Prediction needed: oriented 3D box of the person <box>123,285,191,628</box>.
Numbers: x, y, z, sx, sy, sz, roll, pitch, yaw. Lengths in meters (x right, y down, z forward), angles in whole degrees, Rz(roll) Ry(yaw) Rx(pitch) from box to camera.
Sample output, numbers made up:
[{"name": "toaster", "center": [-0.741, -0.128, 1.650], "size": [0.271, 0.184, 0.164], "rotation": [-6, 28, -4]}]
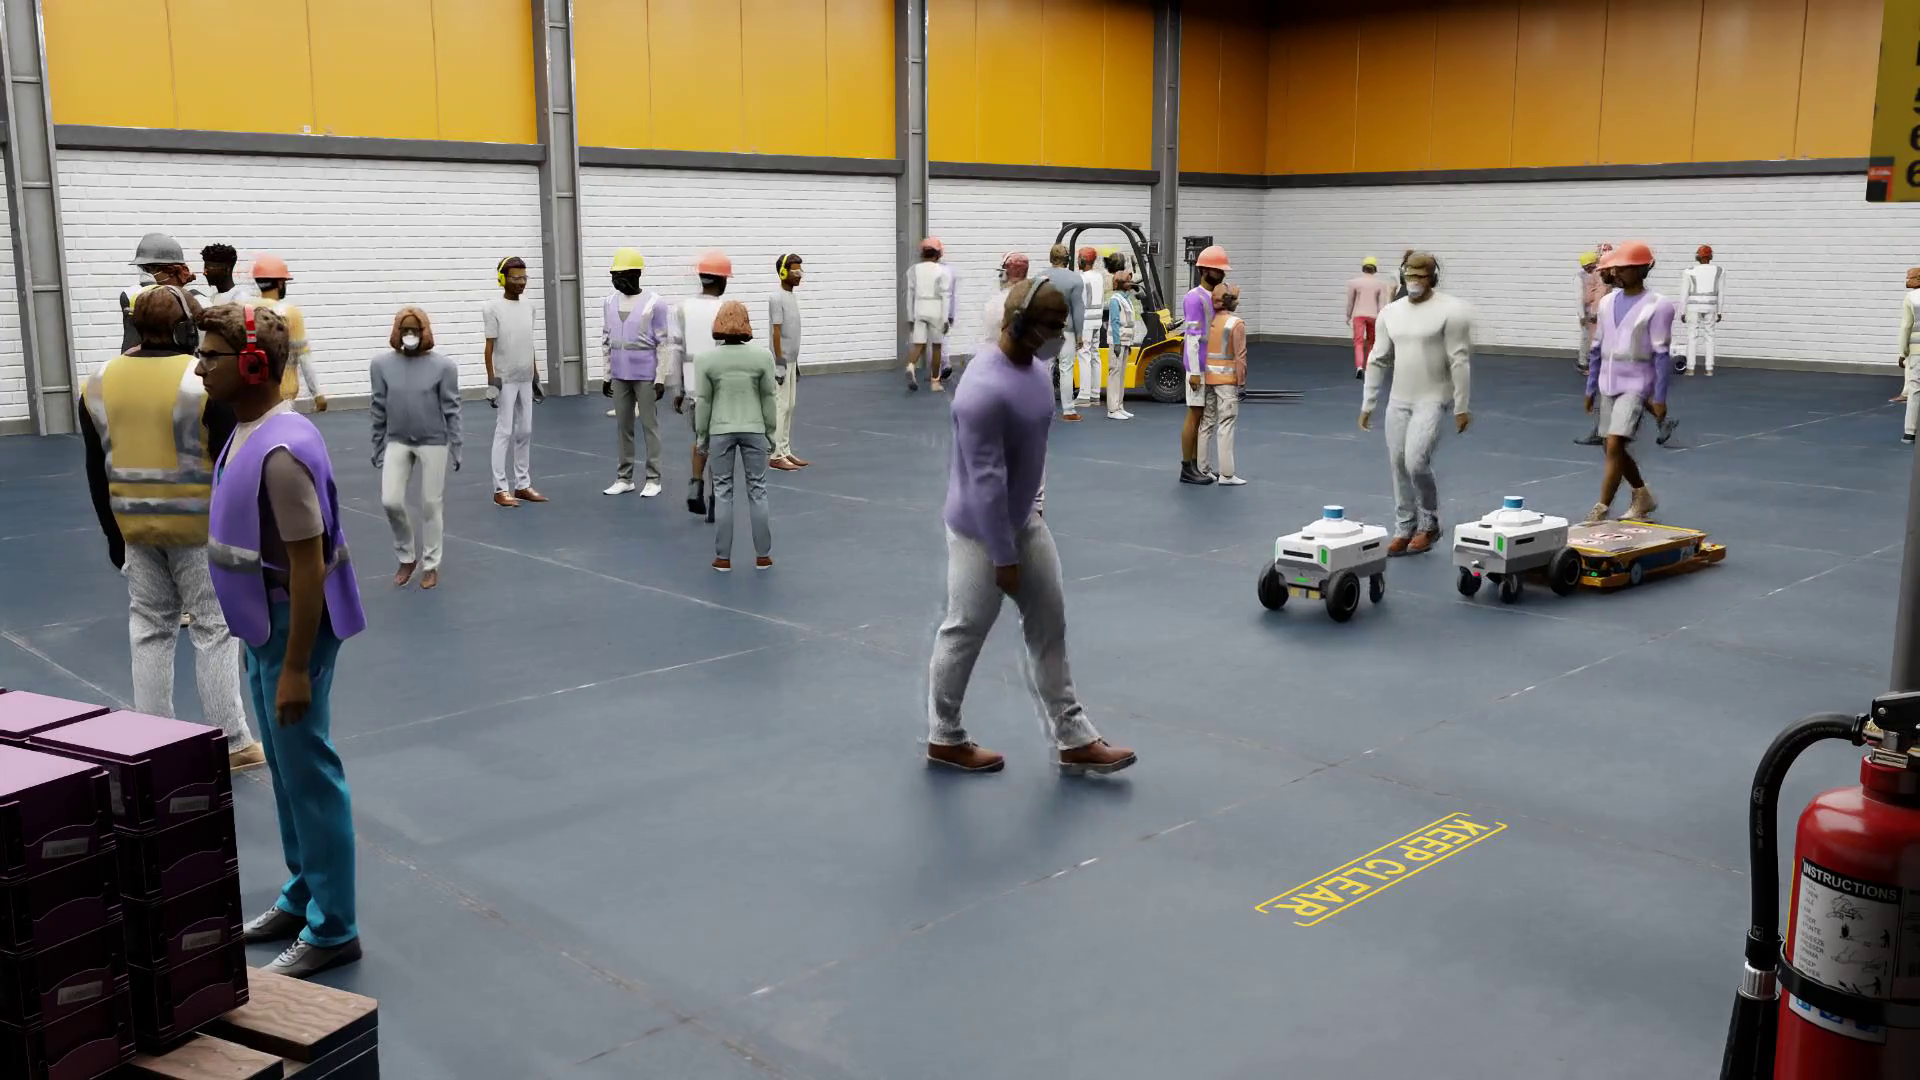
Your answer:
[{"name": "person", "center": [-4.121, -0.427, 8.621], "size": [0.524, 1.769, 0.314], "rotation": [7, 12, 32]}]

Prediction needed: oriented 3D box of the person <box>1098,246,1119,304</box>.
[{"name": "person", "center": [2.031, -3.183, 23.366], "size": [0.996, 1.881, 0.589], "rotation": [0, 10, -2]}]

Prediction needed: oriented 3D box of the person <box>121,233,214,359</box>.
[{"name": "person", "center": [-4.767, -0.817, 10.001], "size": [0.684, 2.000, 0.538], "rotation": [5, 12, 26]}]

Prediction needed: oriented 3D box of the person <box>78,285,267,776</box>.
[{"name": "person", "center": [-2.902, -0.024, 6.219], "size": [0.633, 1.841, 0.429], "rotation": [2, 11, 9]}]

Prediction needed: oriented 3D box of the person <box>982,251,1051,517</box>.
[{"name": "person", "center": [0.370, -1.075, 11.769], "size": [0.639, 1.910, 0.406], "rotation": [-9, 14, -41]}]

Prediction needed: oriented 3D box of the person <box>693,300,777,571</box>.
[{"name": "person", "center": [-1.351, -0.623, 10.050], "size": [0.498, 1.634, 0.278], "rotation": [-2, 11, -12]}]

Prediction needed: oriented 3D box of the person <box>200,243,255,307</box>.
[{"name": "person", "center": [-5.535, -1.266, 12.649], "size": [0.617, 1.964, 0.361], "rotation": [9, 14, 42]}]

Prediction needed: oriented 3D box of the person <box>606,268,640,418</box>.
[{"name": "person", "center": [-3.727, -2.198, 18.482], "size": [0.532, 1.693, 0.319], "rotation": [9, 14, 42]}]

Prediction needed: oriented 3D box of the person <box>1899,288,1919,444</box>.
[{"name": "person", "center": [9.435, -1.831, 16.126], "size": [0.588, 1.823, 0.403], "rotation": [6, 12, 28]}]

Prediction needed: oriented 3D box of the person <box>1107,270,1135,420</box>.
[{"name": "person", "center": [1.775, -2.156, 18.391], "size": [0.310, 1.642, 0.514], "rotation": [4, 11, 19]}]

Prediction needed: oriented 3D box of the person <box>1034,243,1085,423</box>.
[{"name": "person", "center": [1.060, -2.234, 18.003], "size": [0.629, 1.940, 0.379], "rotation": [6, 12, 30]}]

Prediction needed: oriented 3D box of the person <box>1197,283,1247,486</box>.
[{"name": "person", "center": [2.121, -1.261, 13.523], "size": [0.312, 1.636, 0.520], "rotation": [-8, 13, -36]}]

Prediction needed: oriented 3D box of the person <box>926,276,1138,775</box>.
[{"name": "person", "center": [0.244, -0.009, 6.053], "size": [0.930, 1.872, 0.691], "rotation": [5, 12, 27]}]

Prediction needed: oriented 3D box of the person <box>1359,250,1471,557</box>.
[{"name": "person", "center": [2.831, -0.835, 10.383], "size": [0.457, 1.927, 0.640], "rotation": [-8, 13, -35]}]

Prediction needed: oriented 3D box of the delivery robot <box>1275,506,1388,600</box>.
[{"name": "delivery robot", "center": [2.021, 0.059, 9.023], "size": [0.477, 0.478, 0.707], "rotation": [9, 14, 42]}]

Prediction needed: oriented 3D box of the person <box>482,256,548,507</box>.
[{"name": "person", "center": [-3.342, -1.187, 12.495], "size": [0.309, 1.864, 0.535], "rotation": [6, 12, 31]}]

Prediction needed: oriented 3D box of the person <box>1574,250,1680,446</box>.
[{"name": "person", "center": [6.423, -1.821, 15.899], "size": [0.858, 1.898, 0.557], "rotation": [5, 12, 26]}]

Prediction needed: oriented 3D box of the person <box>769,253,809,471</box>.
[{"name": "person", "center": [-1.497, -1.539, 14.419], "size": [0.309, 1.864, 0.535], "rotation": [2, 11, 10]}]

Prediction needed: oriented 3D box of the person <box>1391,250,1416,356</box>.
[{"name": "person", "center": [6.935, -3.586, 25.789], "size": [0.513, 1.797, 0.956], "rotation": [4, 11, 22]}]

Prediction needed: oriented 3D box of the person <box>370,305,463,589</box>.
[{"name": "person", "center": [-3.101, -0.522, 9.495], "size": [0.534, 1.619, 0.363], "rotation": [-1, 10, -5]}]

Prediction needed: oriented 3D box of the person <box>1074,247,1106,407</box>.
[{"name": "person", "center": [1.499, -2.517, 19.701], "size": [0.355, 1.884, 0.575], "rotation": [7, 13, 35]}]

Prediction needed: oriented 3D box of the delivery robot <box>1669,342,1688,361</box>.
[{"name": "delivery robot", "center": [10.337, -2.778, 24.490], "size": [0.707, 0.478, 0.477], "rotation": [3, 11, 16]}]

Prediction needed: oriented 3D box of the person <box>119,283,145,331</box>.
[{"name": "person", "center": [-6.705, -1.479, 13.960], "size": [0.393, 1.915, 0.589], "rotation": [7, 12, 32]}]

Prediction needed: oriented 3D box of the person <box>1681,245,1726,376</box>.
[{"name": "person", "center": [10.710, -3.305, 24.015], "size": [0.578, 1.881, 0.357], "rotation": [3, 11, 15]}]

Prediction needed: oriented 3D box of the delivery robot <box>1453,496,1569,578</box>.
[{"name": "delivery robot", "center": [3.102, -0.003, 9.361], "size": [0.707, 0.478, 0.477], "rotation": [-8, 13, -38]}]

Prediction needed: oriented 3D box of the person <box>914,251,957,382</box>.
[{"name": "person", "center": [-0.361, -3.133, 23.048], "size": [0.427, 1.892, 0.654], "rotation": [10, 14, 42]}]

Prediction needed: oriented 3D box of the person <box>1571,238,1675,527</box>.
[{"name": "person", "center": [4.561, -1.051, 11.369], "size": [0.922, 2.013, 0.622], "rotation": [-5, 11, -24]}]

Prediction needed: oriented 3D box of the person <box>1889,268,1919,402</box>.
[{"name": "person", "center": [11.589, -2.488, 20.242], "size": [0.503, 1.633, 0.291], "rotation": [-10, 14, -42]}]

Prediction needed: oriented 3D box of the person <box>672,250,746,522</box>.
[{"name": "person", "center": [-1.744, -1.081, 11.773], "size": [0.564, 1.917, 0.406], "rotation": [3, 11, 17]}]

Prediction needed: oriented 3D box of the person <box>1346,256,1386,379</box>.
[{"name": "person", "center": [5.777, -3.162, 23.647], "size": [0.525, 1.729, 0.860], "rotation": [2, 11, 8]}]

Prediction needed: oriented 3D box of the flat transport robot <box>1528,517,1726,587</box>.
[{"name": "flat transport robot", "center": [3.961, 0.061, 10.042], "size": [1.431, 0.197, 0.652], "rotation": [-8, 13, -38]}]

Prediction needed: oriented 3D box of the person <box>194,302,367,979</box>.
[{"name": "person", "center": [-1.840, 0.281, 4.550], "size": [0.396, 1.843, 0.565], "rotation": [-6, 12, -30]}]

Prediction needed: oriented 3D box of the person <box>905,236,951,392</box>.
[{"name": "person", "center": [-0.440, -2.870, 21.264], "size": [0.619, 2.019, 0.804], "rotation": [5, 11, 23]}]

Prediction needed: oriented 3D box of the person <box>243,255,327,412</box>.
[{"name": "person", "center": [-4.893, -1.074, 11.846], "size": [0.551, 1.894, 0.984], "rotation": [5, 12, 26]}]

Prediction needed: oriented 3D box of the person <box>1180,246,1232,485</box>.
[{"name": "person", "center": [2.024, -1.424, 13.596], "size": [0.376, 1.932, 0.551], "rotation": [6, 12, 28]}]

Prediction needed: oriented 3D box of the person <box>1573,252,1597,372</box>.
[{"name": "person", "center": [9.362, -3.368, 24.641], "size": [0.685, 1.787, 0.403], "rotation": [-5, 11, -25]}]

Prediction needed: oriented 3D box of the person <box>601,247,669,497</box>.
[{"name": "person", "center": [-2.531, -1.293, 12.905], "size": [0.585, 1.927, 0.366], "rotation": [4, 11, 22]}]

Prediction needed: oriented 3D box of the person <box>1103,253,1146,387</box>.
[{"name": "person", "center": [2.088, -2.910, 22.131], "size": [0.958, 1.789, 0.655], "rotation": [-1, 10, -3]}]

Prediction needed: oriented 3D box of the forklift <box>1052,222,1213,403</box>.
[{"name": "forklift", "center": [1.935, -2.847, 20.651], "size": [2.313, 2.155, 1.214], "rotation": [2, 11, 13]}]

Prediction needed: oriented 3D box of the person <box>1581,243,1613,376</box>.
[{"name": "person", "center": [9.221, -3.310, 23.961], "size": [0.409, 1.906, 0.652], "rotation": [8, 13, 36]}]
